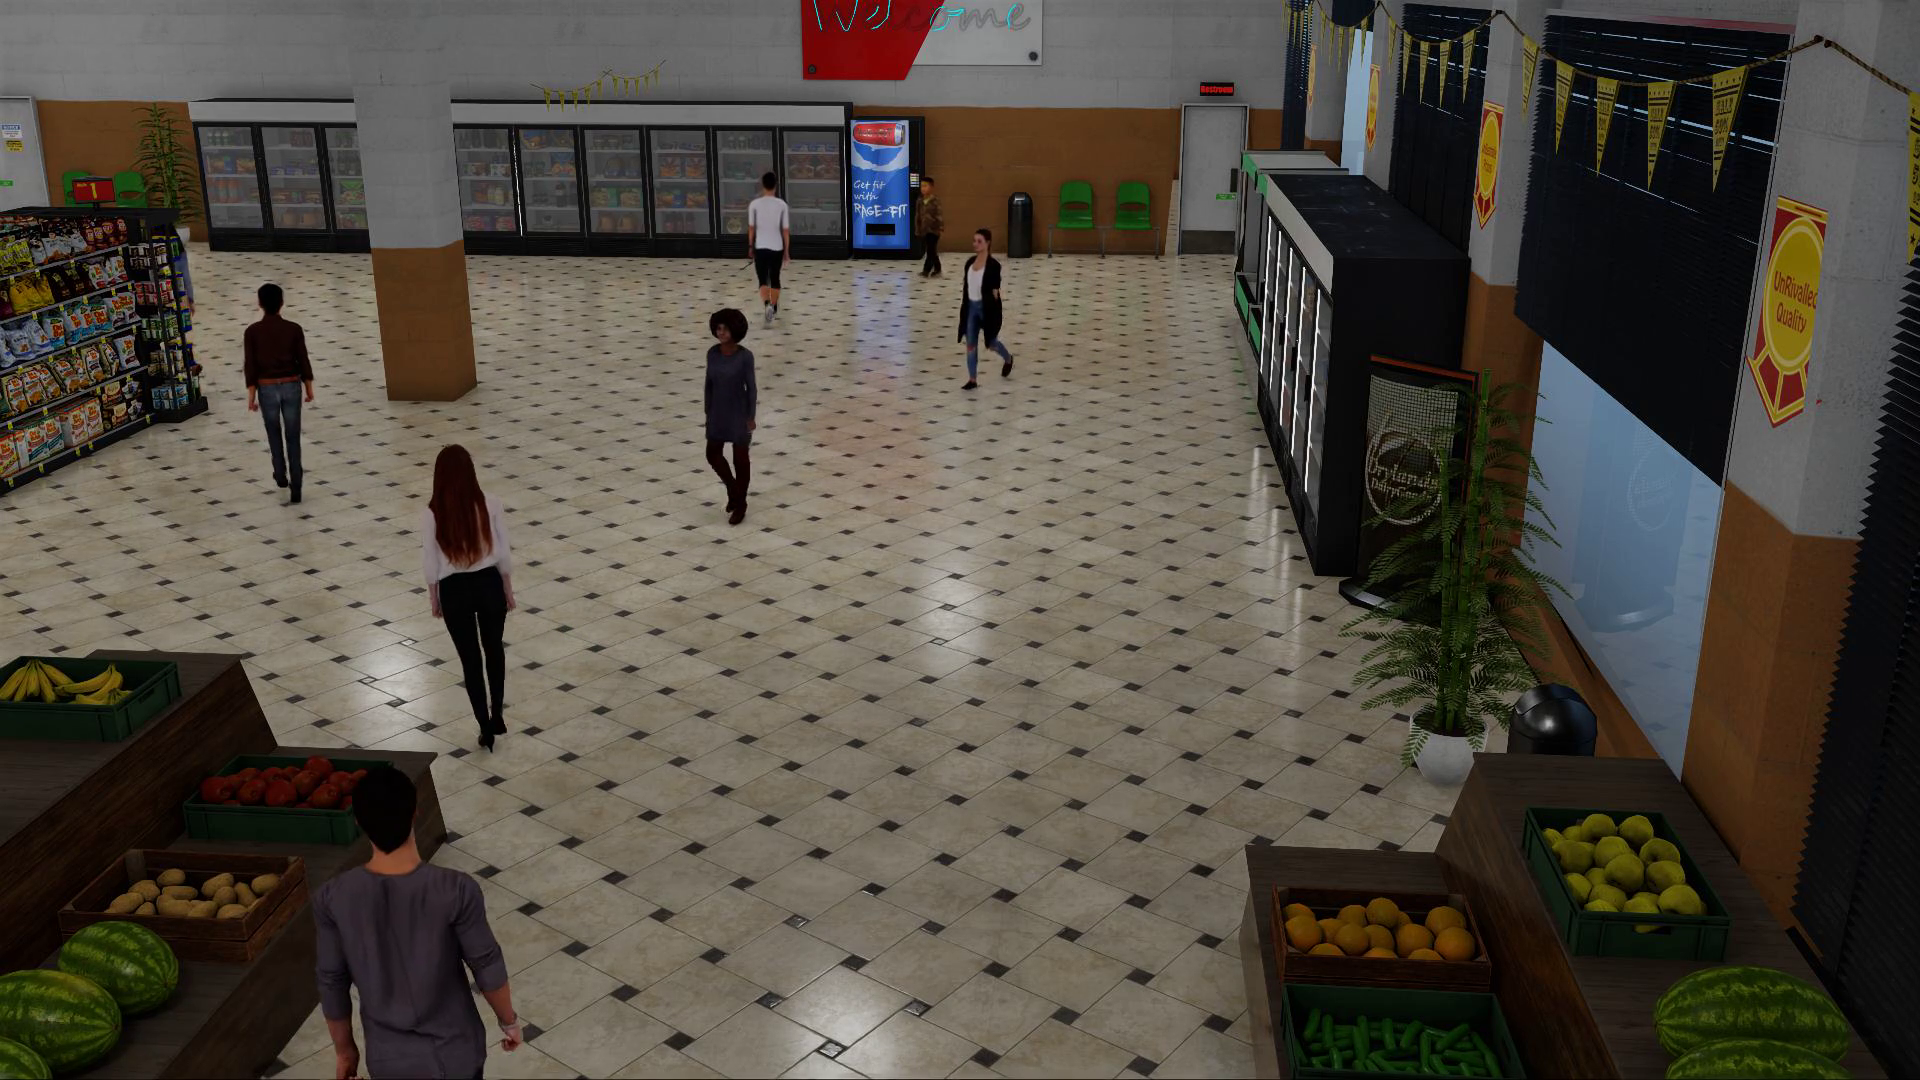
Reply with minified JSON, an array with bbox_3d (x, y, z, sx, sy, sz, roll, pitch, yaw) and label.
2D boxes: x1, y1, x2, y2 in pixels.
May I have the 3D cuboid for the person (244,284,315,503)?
[{"bbox_3d":[-5.506,-1.163,13.493,0.947,1.755,1.078,-8,20,-23],"label":"person"}]

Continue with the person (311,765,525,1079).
[{"bbox_3d":[-1.699,1.614,5.136,0.690,1.833,0.641,2,19,7],"label":"person"}]

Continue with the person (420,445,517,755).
[{"bbox_3d":[-2.612,0.363,8.976,0.729,1.751,0.760,-9,21,-25],"label":"person"}]

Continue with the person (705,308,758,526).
[{"bbox_3d":[-1.757,-0.978,13.029,0.671,1.702,0.704,6,20,18],"label":"person"}]

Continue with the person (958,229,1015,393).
[{"bbox_3d":[0.286,-2.381,17.249,0.970,1.664,1.132,14,23,36],"label":"person"}]

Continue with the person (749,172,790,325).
[{"bbox_3d":[-2.373,-3.598,20.609,0.897,1.824,1.218,-4,19,-12],"label":"person"}]

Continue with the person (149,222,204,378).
[{"bbox_3d":[-8.112,-2.413,17.218,1.123,1.744,1.103,17,25,41],"label":"person"}]

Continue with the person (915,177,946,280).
[{"bbox_3d":[-0.373,-4.440,23.734,0.866,1.422,1.048,11,22,30],"label":"person"}]
